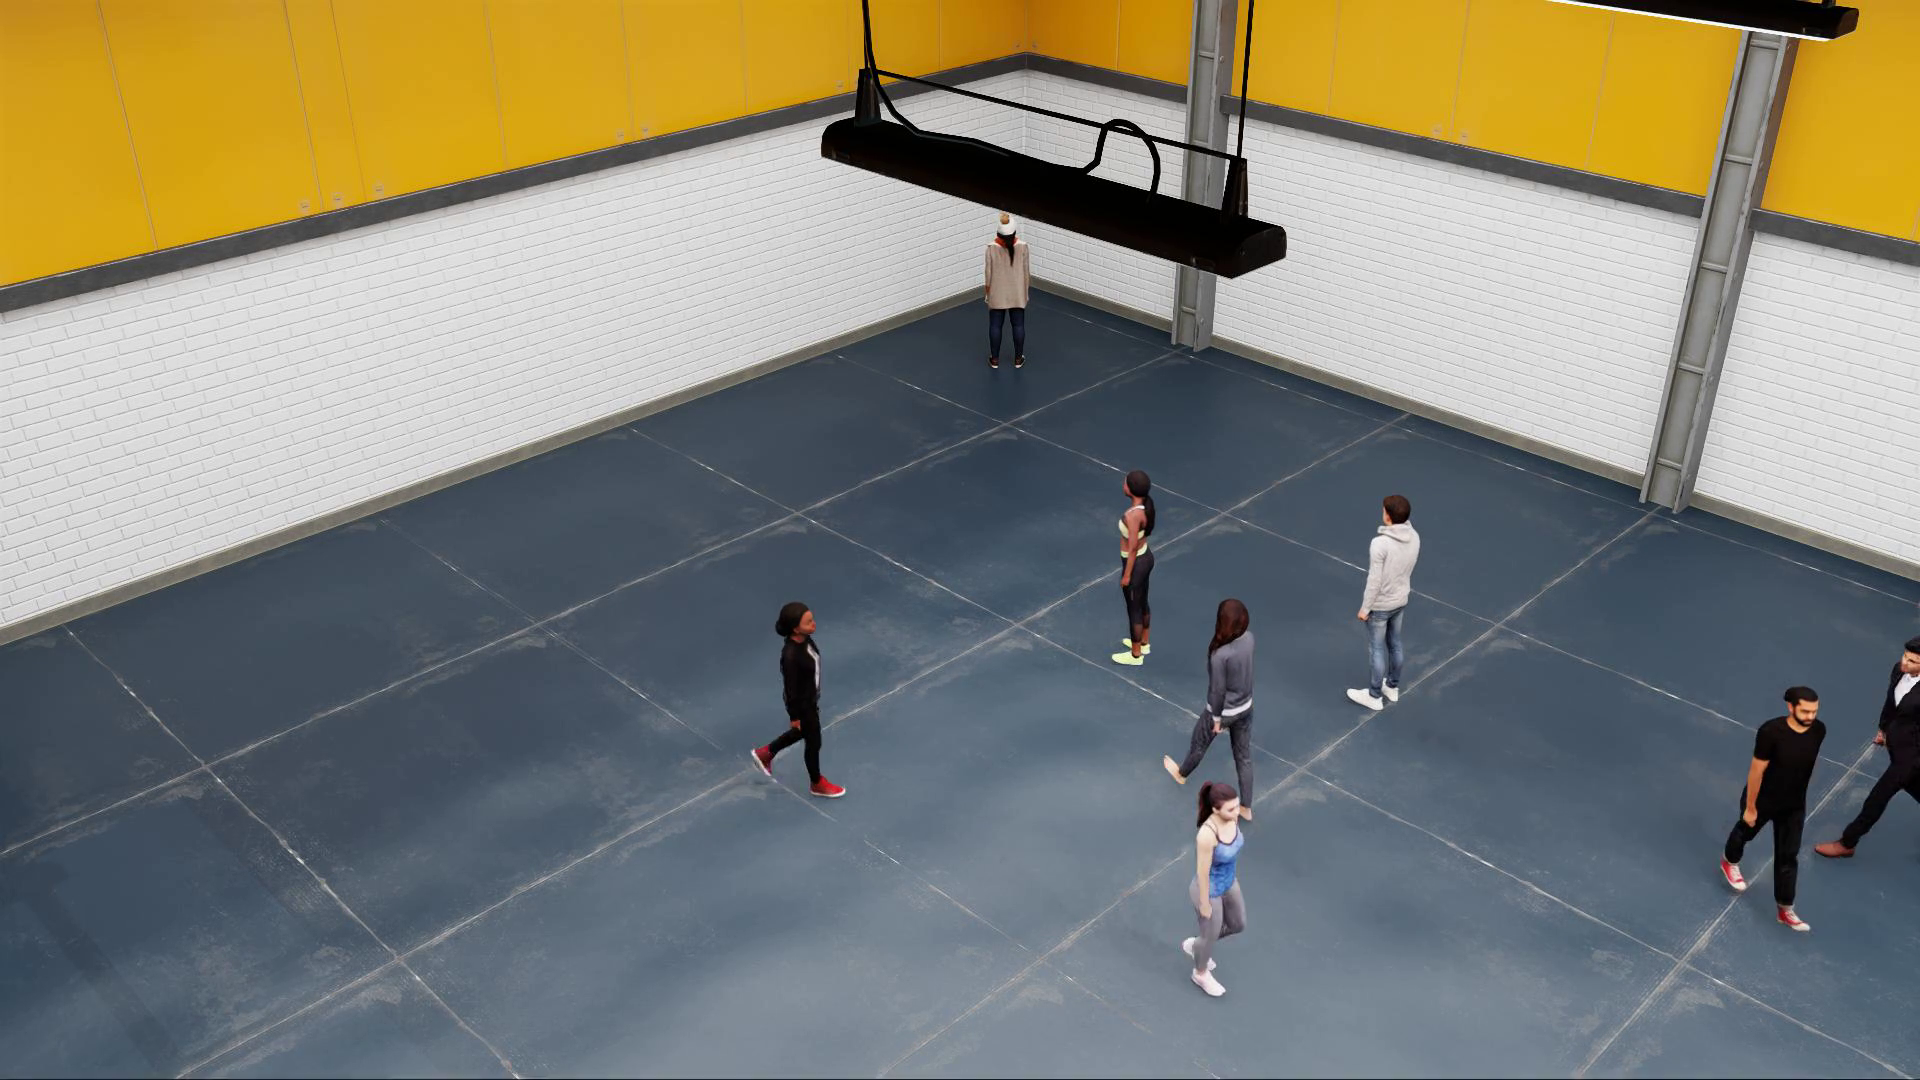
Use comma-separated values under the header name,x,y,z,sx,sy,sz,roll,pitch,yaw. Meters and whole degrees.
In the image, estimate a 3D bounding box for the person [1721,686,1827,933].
name,x,y,z,sx,sy,sz,roll,pitch,yaw
person,5.412,1.681,11.158,1.068,1.717,1.184,-3,29,-6

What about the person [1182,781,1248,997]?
name,x,y,z,sx,sy,sz,roll,pitch,yaw
person,1.547,2.150,10.423,0.641,1.598,0.597,22,35,34

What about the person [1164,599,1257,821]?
name,x,y,z,sx,sy,sz,roll,pitch,yaw
person,1.999,1.249,11.942,0.725,1.724,1.092,-19,34,-31

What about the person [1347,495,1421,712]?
name,x,y,z,sx,sy,sz,roll,pitch,yaw
person,3.392,0.491,13.201,0.698,1.851,0.598,-21,35,-33

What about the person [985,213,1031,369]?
name,x,y,z,sx,sy,sz,roll,pitch,yaw
person,0.546,-2.924,19.421,0.811,1.890,0.869,0,29,0

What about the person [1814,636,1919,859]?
name,x,y,z,sx,sy,sz,roll,pitch,yaw
person,6.635,1.458,11.462,1.370,1.817,1.287,2,29,5

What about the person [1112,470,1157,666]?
name,x,y,z,sx,sy,sz,roll,pitch,yaw
person,1.474,0.227,13.786,0.605,1.753,0.627,13,31,23

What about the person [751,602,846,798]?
name,x,y,z,sx,sy,sz,roll,pitch,yaw
person,-1.218,1.164,12.162,1.035,1.663,0.930,4,29,7
